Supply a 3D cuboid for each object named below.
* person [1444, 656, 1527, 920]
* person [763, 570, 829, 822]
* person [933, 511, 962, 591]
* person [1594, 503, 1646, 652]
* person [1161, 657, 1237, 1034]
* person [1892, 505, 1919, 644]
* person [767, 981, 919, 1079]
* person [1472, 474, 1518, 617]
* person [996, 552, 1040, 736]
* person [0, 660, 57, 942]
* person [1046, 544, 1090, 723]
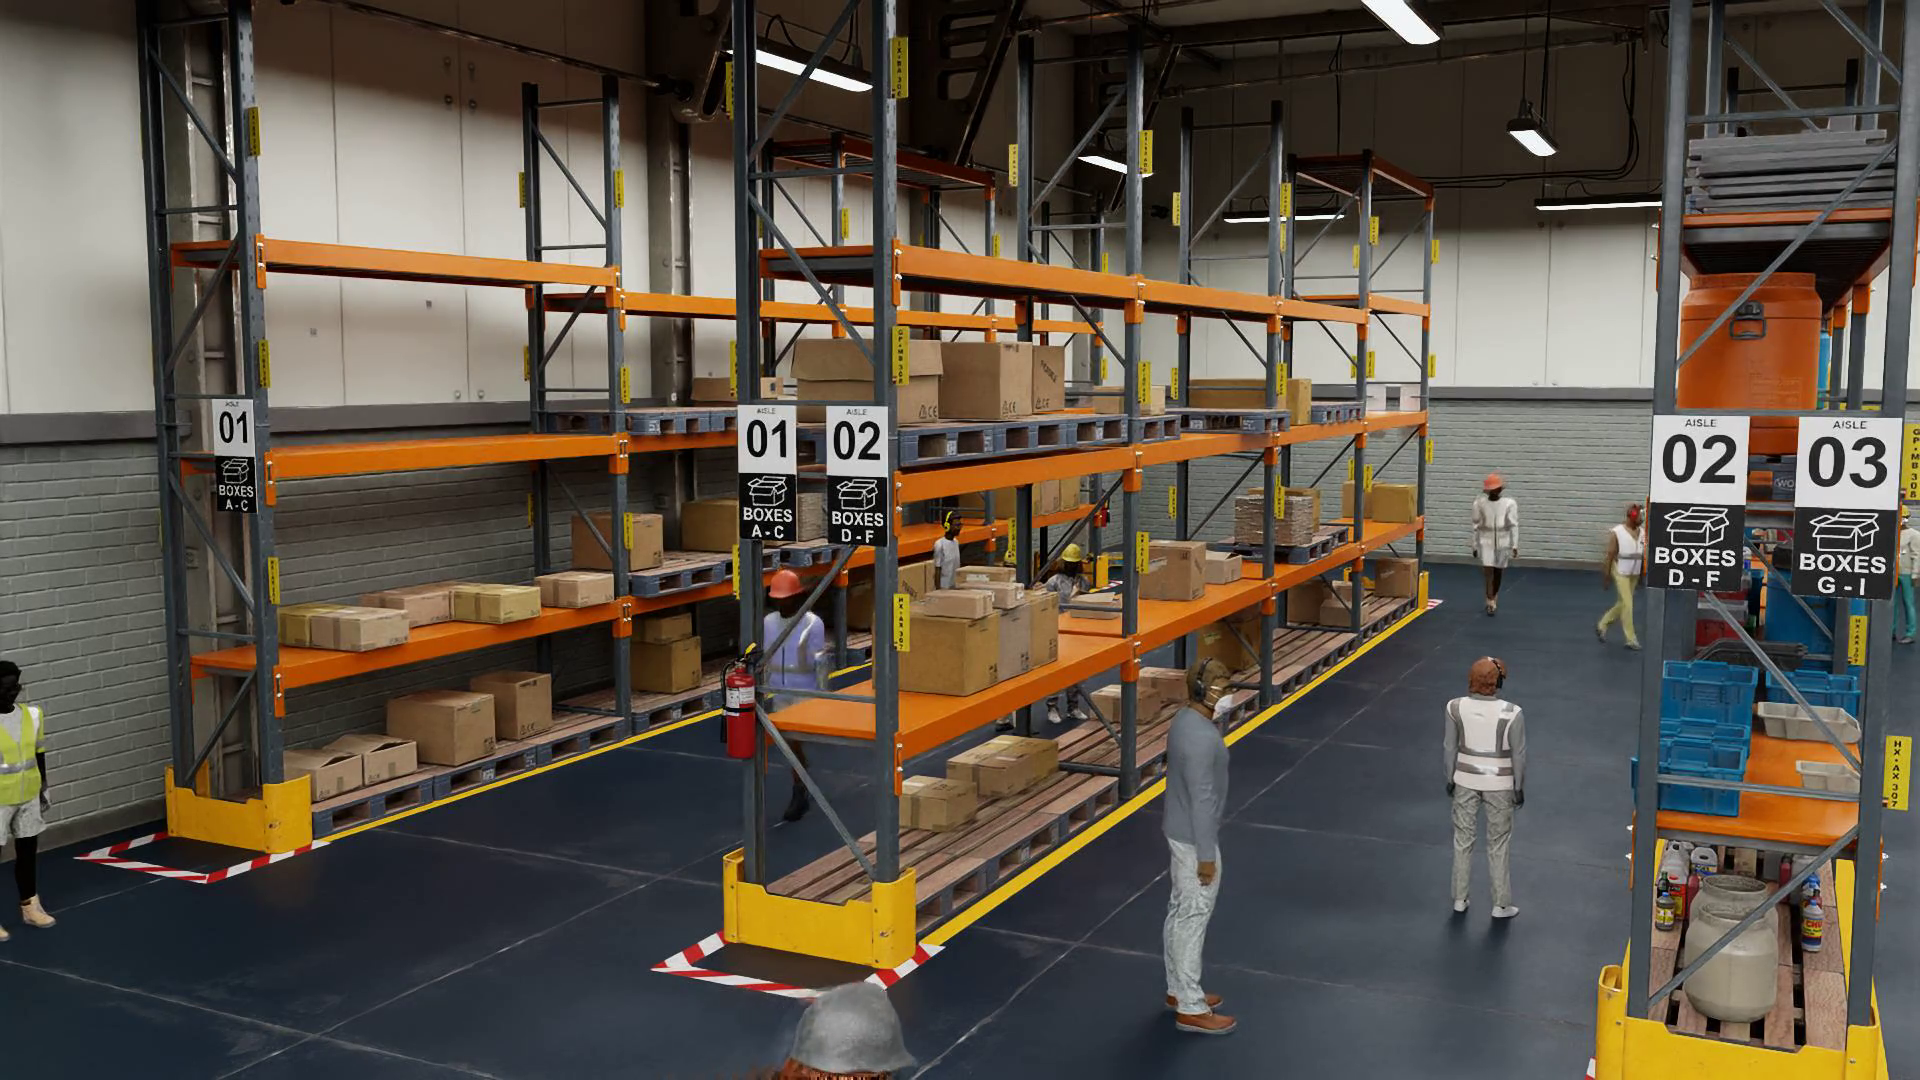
[{"bbox_3d":[3.276,1.545,10.394,0.511,1.640,0.308,4,7,34],"label":"person"},{"bbox_3d":[-1.315,1.178,12.630,0.560,1.909,0.663,3,6,24],"label":"person"},{"bbox_3d":[-0.129,0.603,18.514,0.325,1.861,0.511,3,7,26],"label":"person"},{"bbox_3d":[8.155,0.434,20.474,0.600,1.800,0.882,-3,6,-25],"label":"person"},{"bbox_3d":[1.245,1.573,8.700,0.379,1.937,0.629,0,6,1],"label":"person"},{"bbox_3d":[11.743,0.417,20.823,0.339,1.758,0.529,-3,6,-23],"label":"person"},{"bbox_3d":[-0.488,2.011,3.936,1.002,2.000,0.714,-3,6,-25],"label":"person"},{"bbox_3d":[7.496,0.053,23.340,0.626,1.977,1.090,1,6,14],"label":"person"},{"bbox_3d":[0.521,0.944,15.607,0.296,1.772,0.533,-5,7,-37],"label":"person"},{"bbox_3d":[-5.755,1.557,10.038,0.318,1.689,0.536,3,6,25],"label":"person"},{"bbox_3d":[1.064,0.902,16.170,0.485,1.739,0.314,-3,7,-28],"label":"person"}]
